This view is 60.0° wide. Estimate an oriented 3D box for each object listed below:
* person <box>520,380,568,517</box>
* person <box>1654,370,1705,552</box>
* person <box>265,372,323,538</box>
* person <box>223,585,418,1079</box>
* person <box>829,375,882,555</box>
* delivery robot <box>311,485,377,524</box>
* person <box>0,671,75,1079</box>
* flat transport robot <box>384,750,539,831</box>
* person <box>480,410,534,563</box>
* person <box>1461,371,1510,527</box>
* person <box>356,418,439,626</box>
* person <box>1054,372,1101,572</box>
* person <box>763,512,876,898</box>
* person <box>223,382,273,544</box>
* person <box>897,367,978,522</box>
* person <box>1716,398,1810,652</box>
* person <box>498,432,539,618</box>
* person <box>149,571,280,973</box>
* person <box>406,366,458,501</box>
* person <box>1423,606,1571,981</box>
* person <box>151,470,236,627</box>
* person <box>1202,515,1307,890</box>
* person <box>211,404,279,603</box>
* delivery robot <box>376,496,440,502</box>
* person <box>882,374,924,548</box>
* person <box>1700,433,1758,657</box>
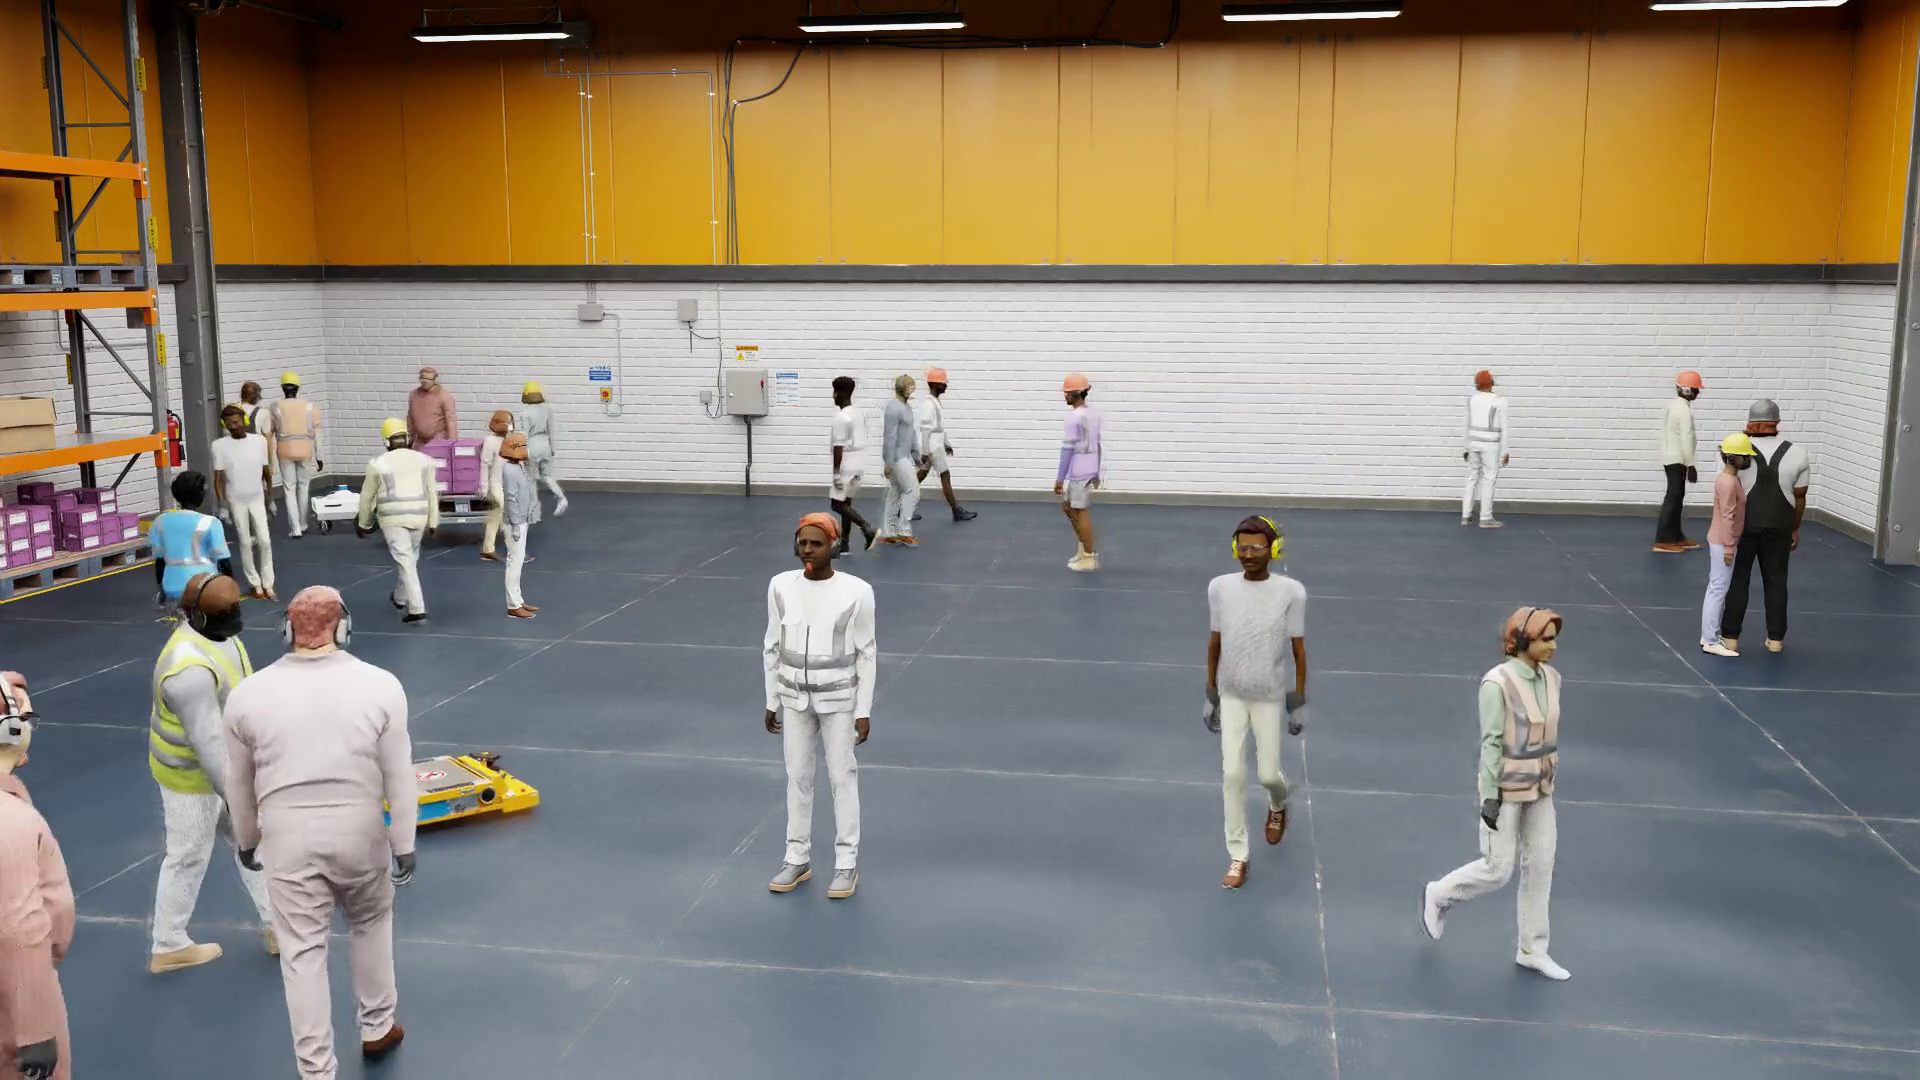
[{"bbox_3d":[-5.086,-1.079,20.245,0.570,1.724,0.515,6,11,34],"label":"person"},{"bbox_3d":[7.823,-0.853,18.057,0.420,1.991,0.629,2,9,12],"label":"person"},{"bbox_3d":[-7.695,-0.978,19.133,0.616,1.887,0.787,-6,11,-34],"label":"person"},{"bbox_3d":[-2.377,1.103,6.227,0.675,1.873,0.735,-3,10,-16],"label":"person"},{"bbox_3d":[-1.151,-0.773,17.671,0.666,1.941,0.608,4,10,23],"label":"person"},{"bbox_3d":[-7.170,-0.398,19.347,0.707,0.478,0.477,-4,10,-23],"label":"delivery robot"},{"bbox_3d":[-2.839,1.321,4.841,0.670,1.884,0.520,8,12,39],"label":"person"},{"bbox_3d":[-3.132,1.430,9.170,1.431,0.197,0.652,-7,12,-38],"label":"flat transport robot"},{"bbox_3d":[-4.710,-0.550,17.337,0.769,1.601,0.513,2,9,14],"label":"person"},{"bbox_3d":[6.228,-1.067,19.770,0.380,1.859,0.621,-8,12,-40],"label":"person"},{"bbox_3d":[-4.873,-0.166,14.442,0.610,1.770,0.953,-8,12,-40],"label":"person"},{"bbox_3d":[1.181,-0.680,16.829,0.533,2.024,0.605,4,10,23],"label":"person"},{"bbox_3d":[-0.691,0.798,8.102,0.574,1.885,0.356,3,10,17],"label":"person"},{"bbox_3d":[-8.029,-0.878,18.768,0.499,1.801,0.771,-5,10,-29],"label":"person"},{"bbox_3d":[-0.321,-1.155,20.223,0.999,1.887,0.560,0,9,3],"label":"person"},{"bbox_3d":[6.380,-0.126,13.350,0.683,2.000,0.536,2,9,11],"label":"person"},{"bbox_3d":[-3.899,-0.135,14.664,0.280,1.634,0.507,-1,9,-8],"label":"person"},{"bbox_3d":[-3.162,1.003,7.162,0.788,1.788,0.686,-1,9,-5],"label":"person"},{"bbox_3d":[-6.620,-1.241,20.805,0.727,1.881,0.406,4,10,25],"label":"person"},{"bbox_3d":[2.365,1.071,7.221,0.524,1.616,0.594,-6,11,-34],"label":"person"},{"bbox_3d":[-5.295,0.336,11.655,0.546,1.655,0.859,2,9,15],"label":"person"},{"bbox_3d":[1.486,0.773,8.375,0.517,1.853,0.694,4,10,22],"label":"person"},{"bbox_3d":[-6.506,-0.325,15.212,0.541,1.831,0.727,-6,11,-33],"label":"person"},{"bbox_3d":[-6.526,-0.456,19.707,0.477,0.478,0.707,8,12,40],"label":"delivery robot"},{"bbox_3d":[-0.589,-0.866,18.333,0.659,1.914,0.655,1,9,8],"label":"person"},{"bbox_3d":[6.109,0.033,13.216,0.316,1.767,0.535,4,10,22],"label":"person"}]
